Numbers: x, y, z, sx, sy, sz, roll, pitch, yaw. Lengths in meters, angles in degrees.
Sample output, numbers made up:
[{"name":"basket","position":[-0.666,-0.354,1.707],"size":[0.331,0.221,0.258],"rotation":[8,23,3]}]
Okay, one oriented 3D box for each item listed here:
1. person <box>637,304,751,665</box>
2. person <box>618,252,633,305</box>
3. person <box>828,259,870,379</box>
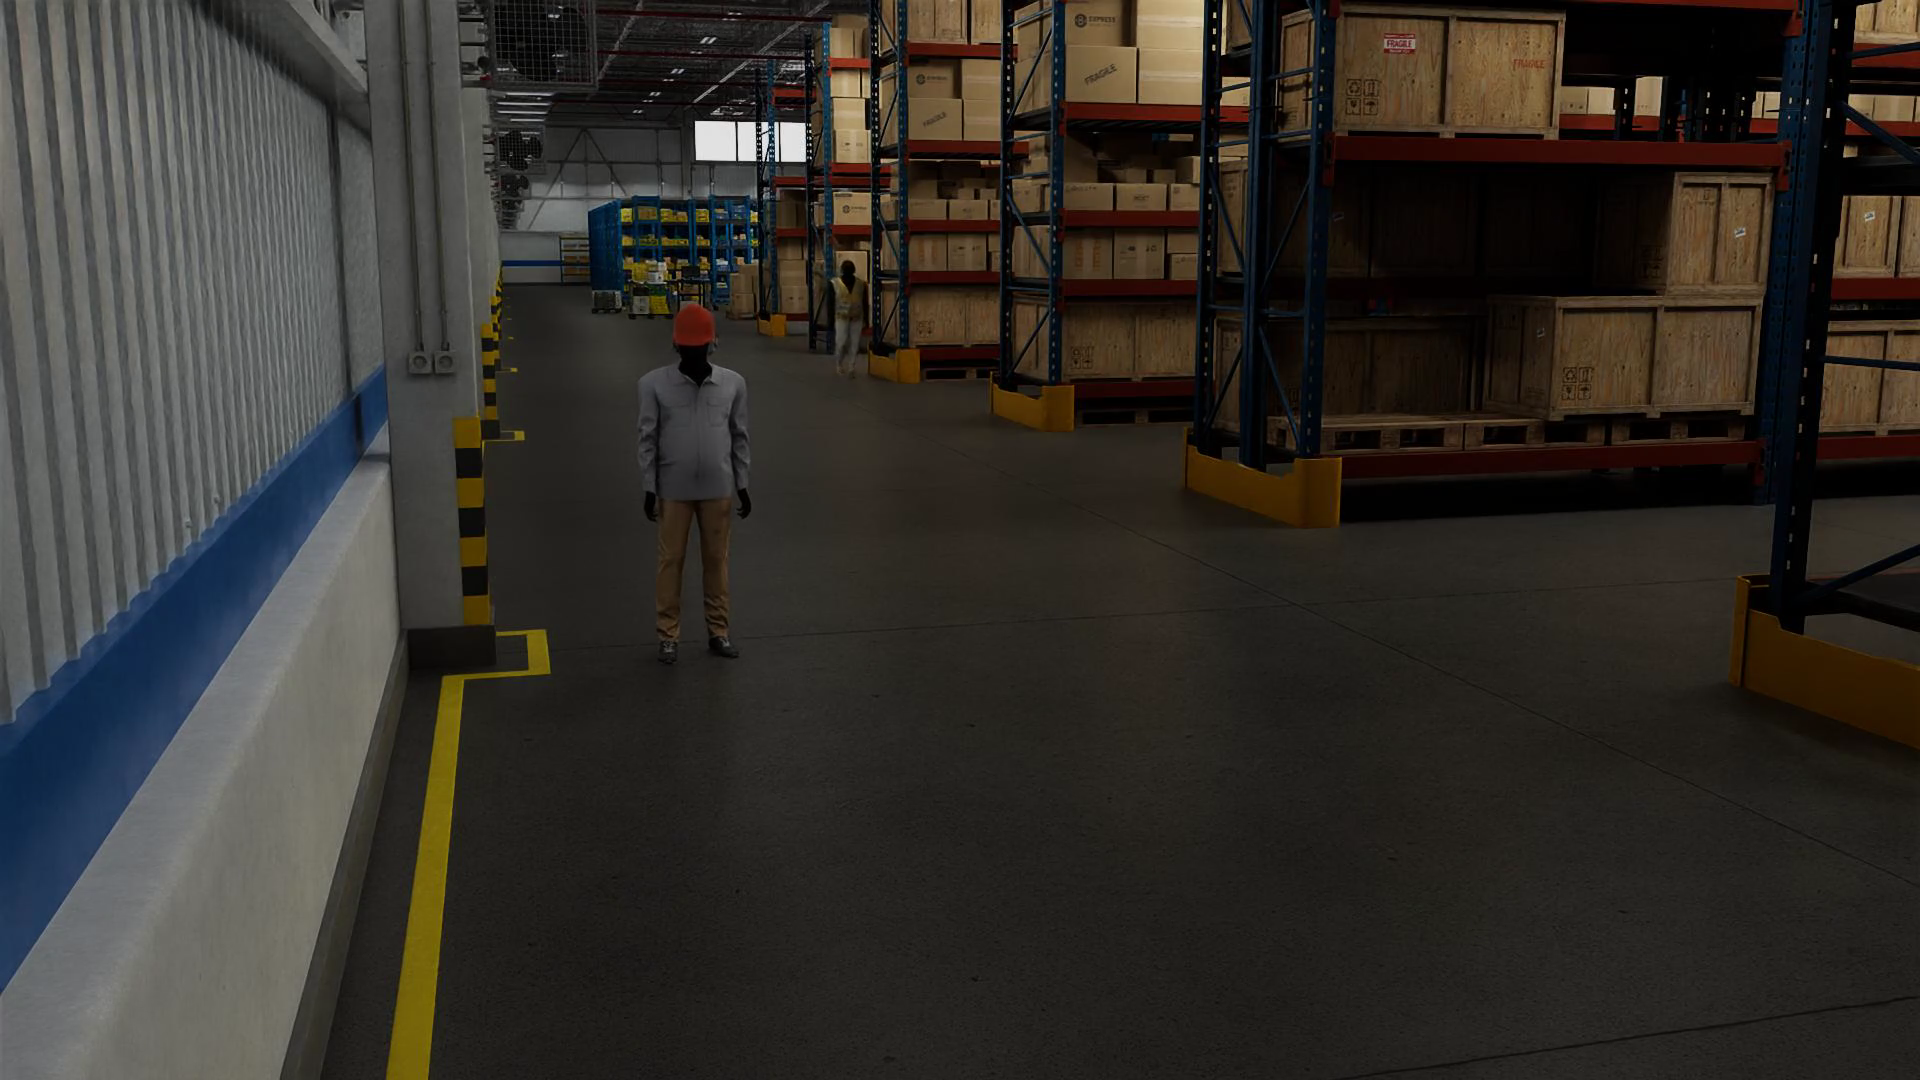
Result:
[{"name":"person","position":[-1.286,-0.270,8.113],"size":[0.560,1.744,0.338],"rotation":[-4,11,-22]},{"name":"person","position":[-11.551,-9.045,57.512],"size":[0.565,1.849,0.390],"rotation":[-7,12,-35]},{"name":"person","position":[-1.673,-3.364,25.435],"size":[0.629,1.824,0.633],"rotation":[-3,10,-16]}]
